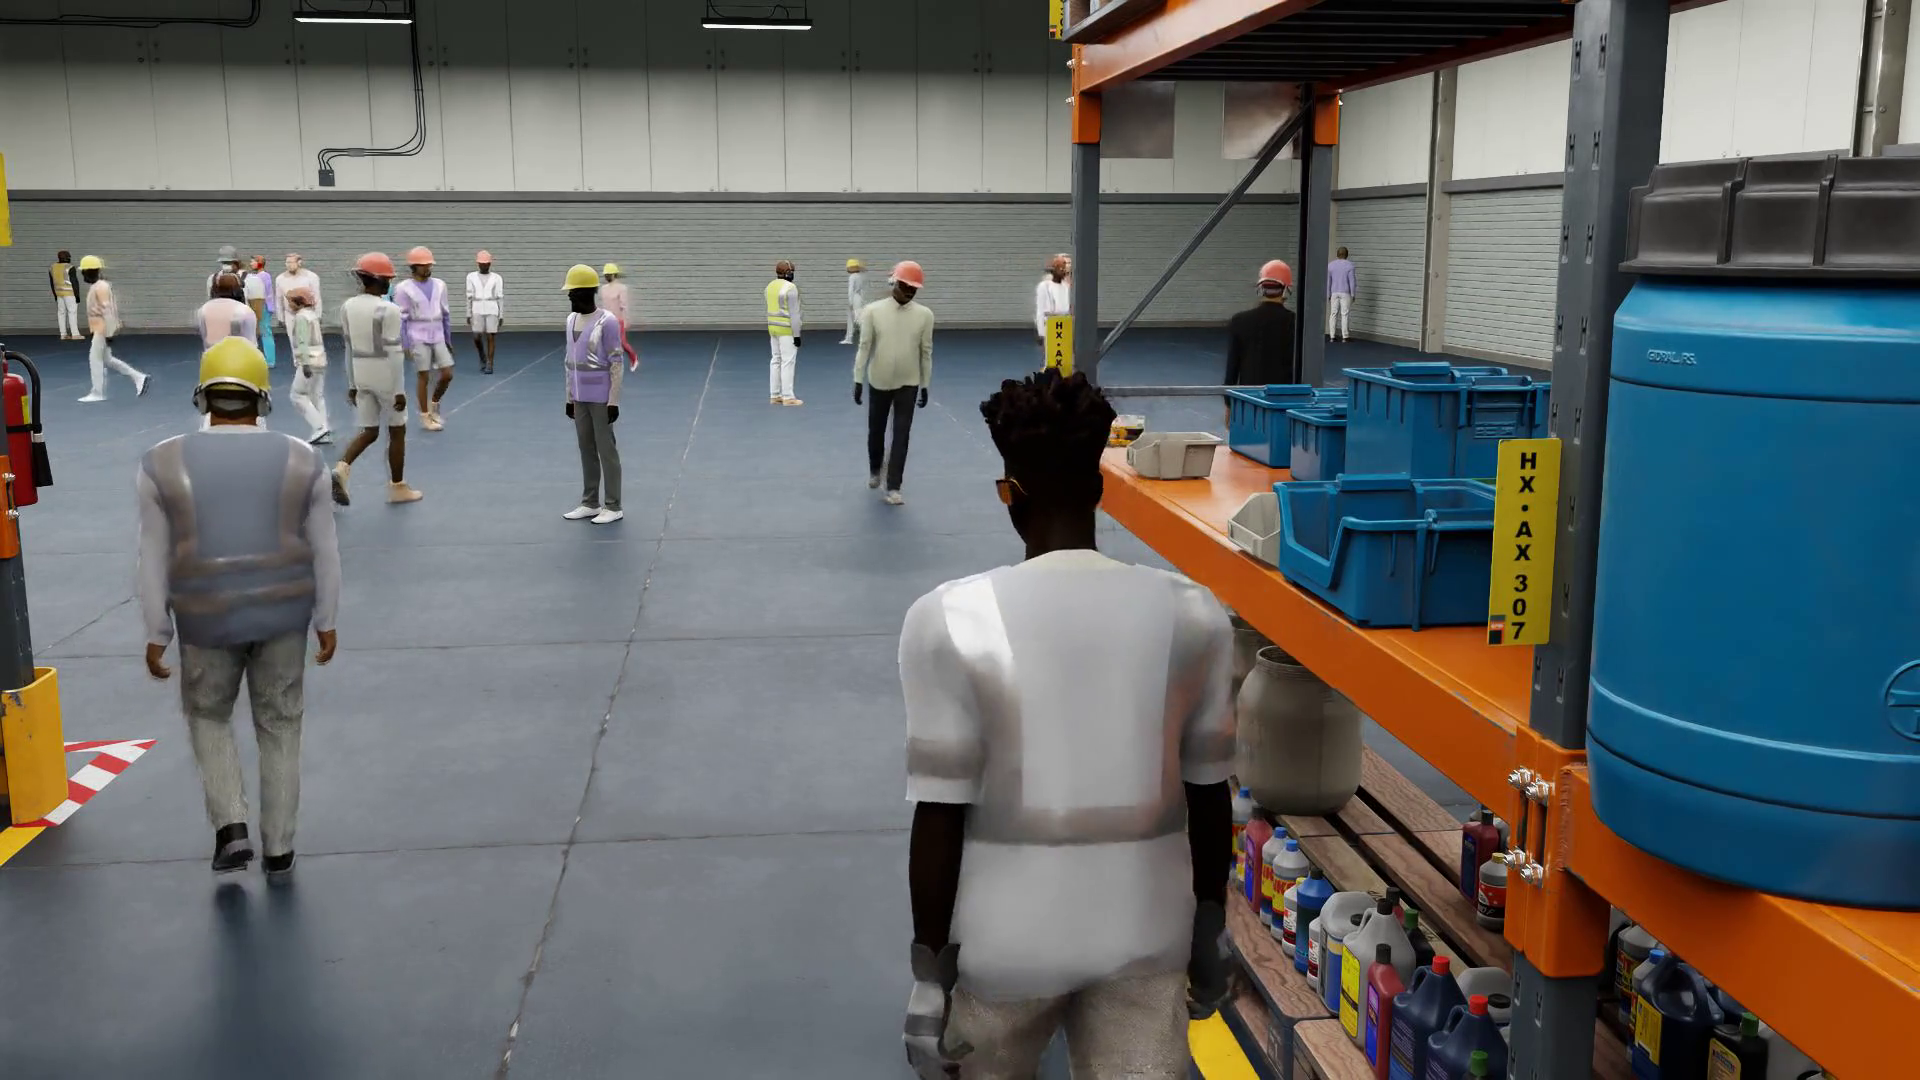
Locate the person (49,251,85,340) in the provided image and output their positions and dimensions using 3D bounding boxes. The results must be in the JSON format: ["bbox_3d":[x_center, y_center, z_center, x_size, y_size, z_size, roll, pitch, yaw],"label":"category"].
[{"bbox_3d":[-18.602,-5.096,34.655,0.633,1.841,0.429,3,11,15],"label":"person"}]

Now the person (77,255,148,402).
[{"bbox_3d":[-11.116,-2.758,21.696,0.797,1.903,0.594,-7,12,-32],"label":"person"}]

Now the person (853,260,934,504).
[{"bbox_3d":[-0.551,-1.299,13.552,0.674,1.941,0.861,-2,10,-9],"label":"person"}]

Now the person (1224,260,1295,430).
[{"bbox_3d":[2.227,-0.977,11.752,0.634,1.959,0.898,5,12,26],"label":"person"}]

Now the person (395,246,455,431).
[{"bbox_3d":[-5.831,-2.194,18.231,0.417,2.028,0.651,10,14,42],"label":"person"}]

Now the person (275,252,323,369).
[{"bbox_3d":[-10.031,-3.402,25.216,0.678,1.892,0.436,-1,10,-4],"label":"person"}]

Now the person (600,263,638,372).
[{"bbox_3d":[-5.293,-3.406,25.654,0.533,1.738,0.736,5,11,25],"label":"person"}]

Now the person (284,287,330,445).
[{"bbox_3d":[-6.684,-1.776,17.040,0.393,1.616,0.540,-1,10,-6],"label":"person"}]

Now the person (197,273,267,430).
[{"bbox_3d":[-6.823,-1.587,15.555,0.628,1.807,0.944,2,11,13],"label":"person"}]

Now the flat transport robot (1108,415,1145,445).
[{"bbox_3d":[1.598,-1.159,17.378,0.652,0.197,1.431,1,10,7],"label":"flat transport robot"}]

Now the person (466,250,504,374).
[{"bbox_3d":[-7.383,-3.534,25.862,0.584,1.923,0.395,-2,11,-11],"label":"person"}]

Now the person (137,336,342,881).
[{"bbox_3d":[-2.349,0.242,5.467,0.614,1.809,0.438,-5,11,-25],"label":"person"}]

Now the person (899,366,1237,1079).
[{"bbox_3d":[0.183,0.664,2.929,0.637,1.909,0.842,-2,11,-13],"label":"person"}]

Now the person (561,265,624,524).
[{"bbox_3d":[-2.759,-1.081,12.409,0.594,1.924,0.384,9,14,40],"label":"person"}]

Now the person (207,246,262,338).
[{"bbox_3d":[-9.345,-2.765,21.329,0.703,2.000,0.810,0,10,-1],"label":"person"}]

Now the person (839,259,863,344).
[{"bbox_3d":[-2.020,-4.738,33.075,0.810,1.709,0.488,3,11,15],"label":"person"}]

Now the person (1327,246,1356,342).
[{"bbox_3d":[7.725,-4.974,33.720,0.627,1.941,0.370,8,13,36],"label":"person"}]

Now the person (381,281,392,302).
[{"bbox_3d":[-10.547,-4.209,30.203,0.517,1.681,0.547,6,12,31],"label":"person"}]

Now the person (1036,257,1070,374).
[{"bbox_3d":[1.224,-2.635,21.068,0.600,1.873,0.424,-9,14,-41],"label":"person"}]

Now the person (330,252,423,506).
[{"bbox_3d":[-4.625,-1.243,13.056,0.617,2.020,0.788,5,12,26],"label":"person"}]

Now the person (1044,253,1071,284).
[{"bbox_3d":[1.531,-3.197,24.095,0.676,1.889,0.468,-8,13,-38],"label":"person"}]

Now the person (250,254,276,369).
[{"bbox_3d":[-11.231,-3.673,26.832,0.389,1.850,0.565,-3,11,-14],"label":"person"}]

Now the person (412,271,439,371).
[{"bbox_3d":[-8.566,-3.533,26.481,0.533,1.697,0.322,-3,11,-18],"label":"person"}]

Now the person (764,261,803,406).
[{"bbox_3d":[-2.217,-2.617,21.117,0.430,1.836,0.629,-8,13,-38],"label":"person"}]
